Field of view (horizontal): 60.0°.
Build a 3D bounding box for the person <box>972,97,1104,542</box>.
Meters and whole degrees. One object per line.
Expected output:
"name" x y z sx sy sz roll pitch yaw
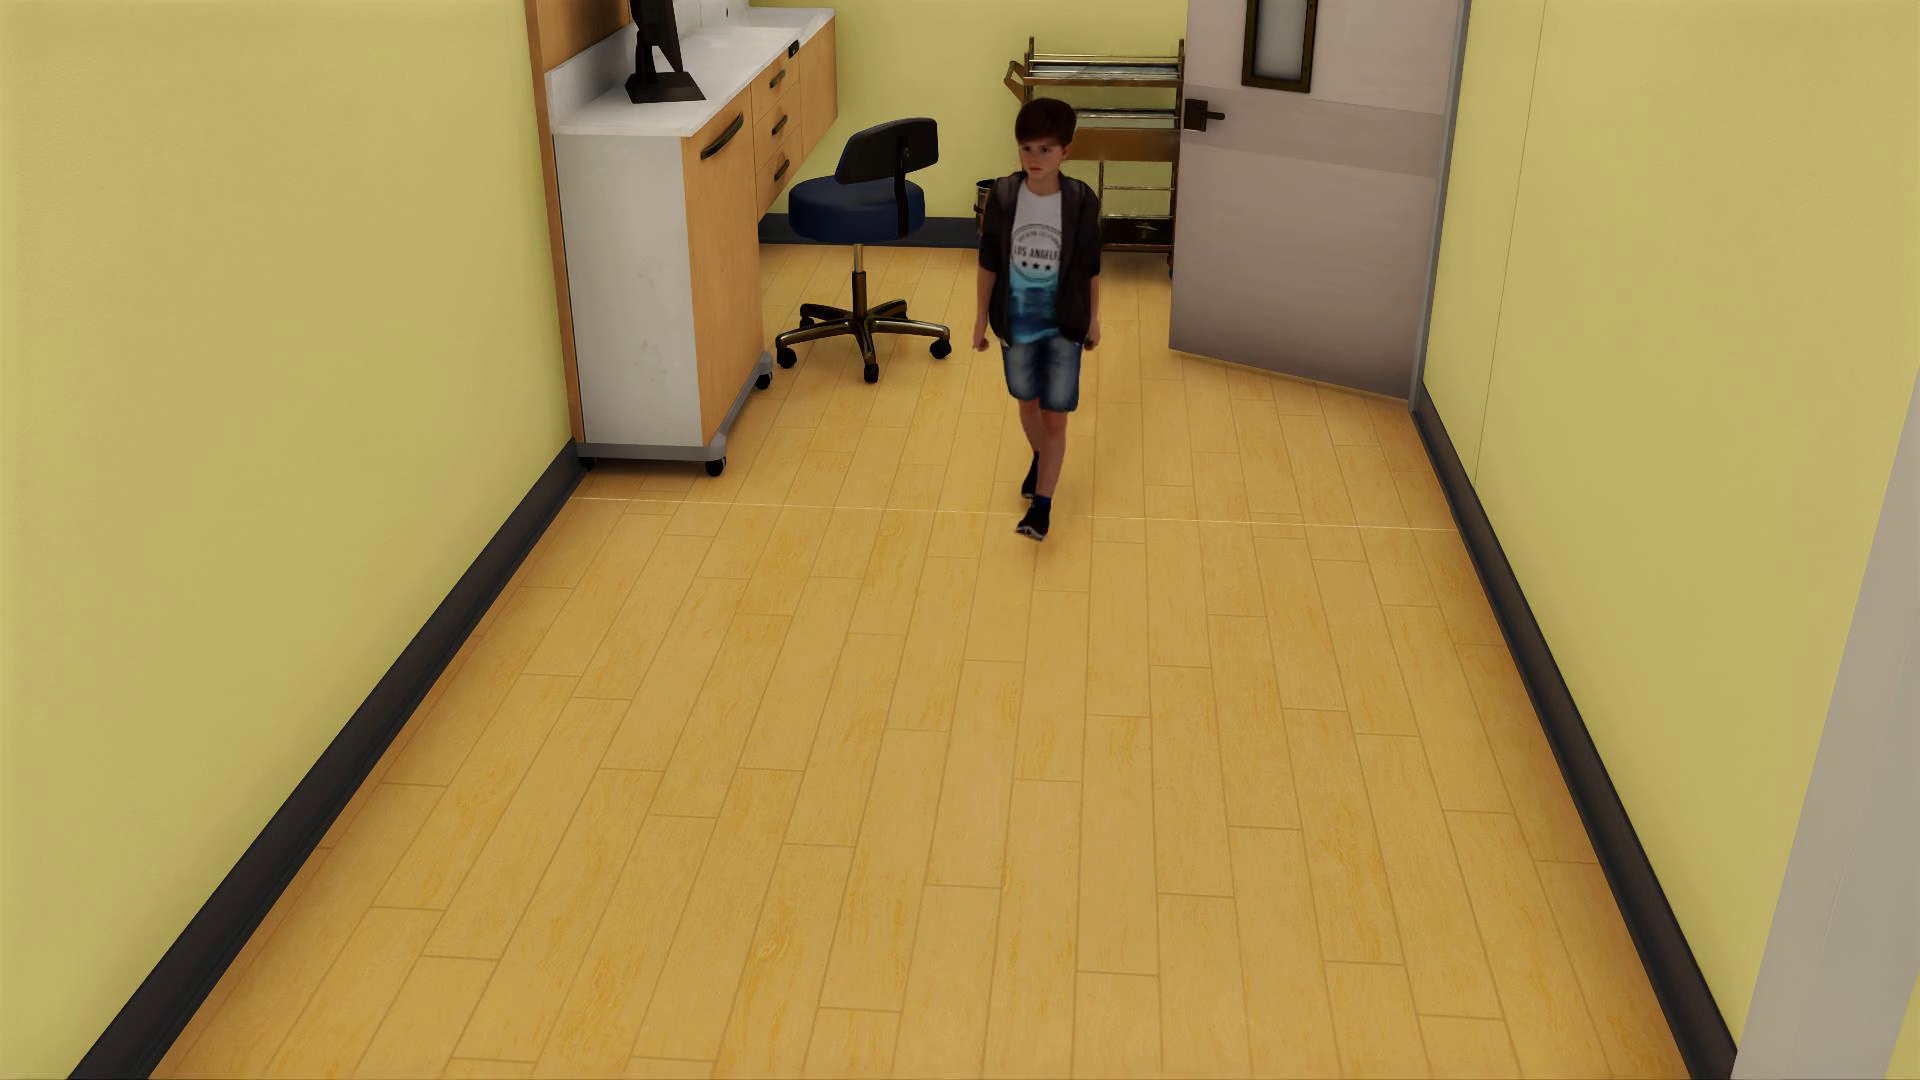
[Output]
"person" 0.283 -0.740 5.546 0.940 1.409 0.725 7 27 14
